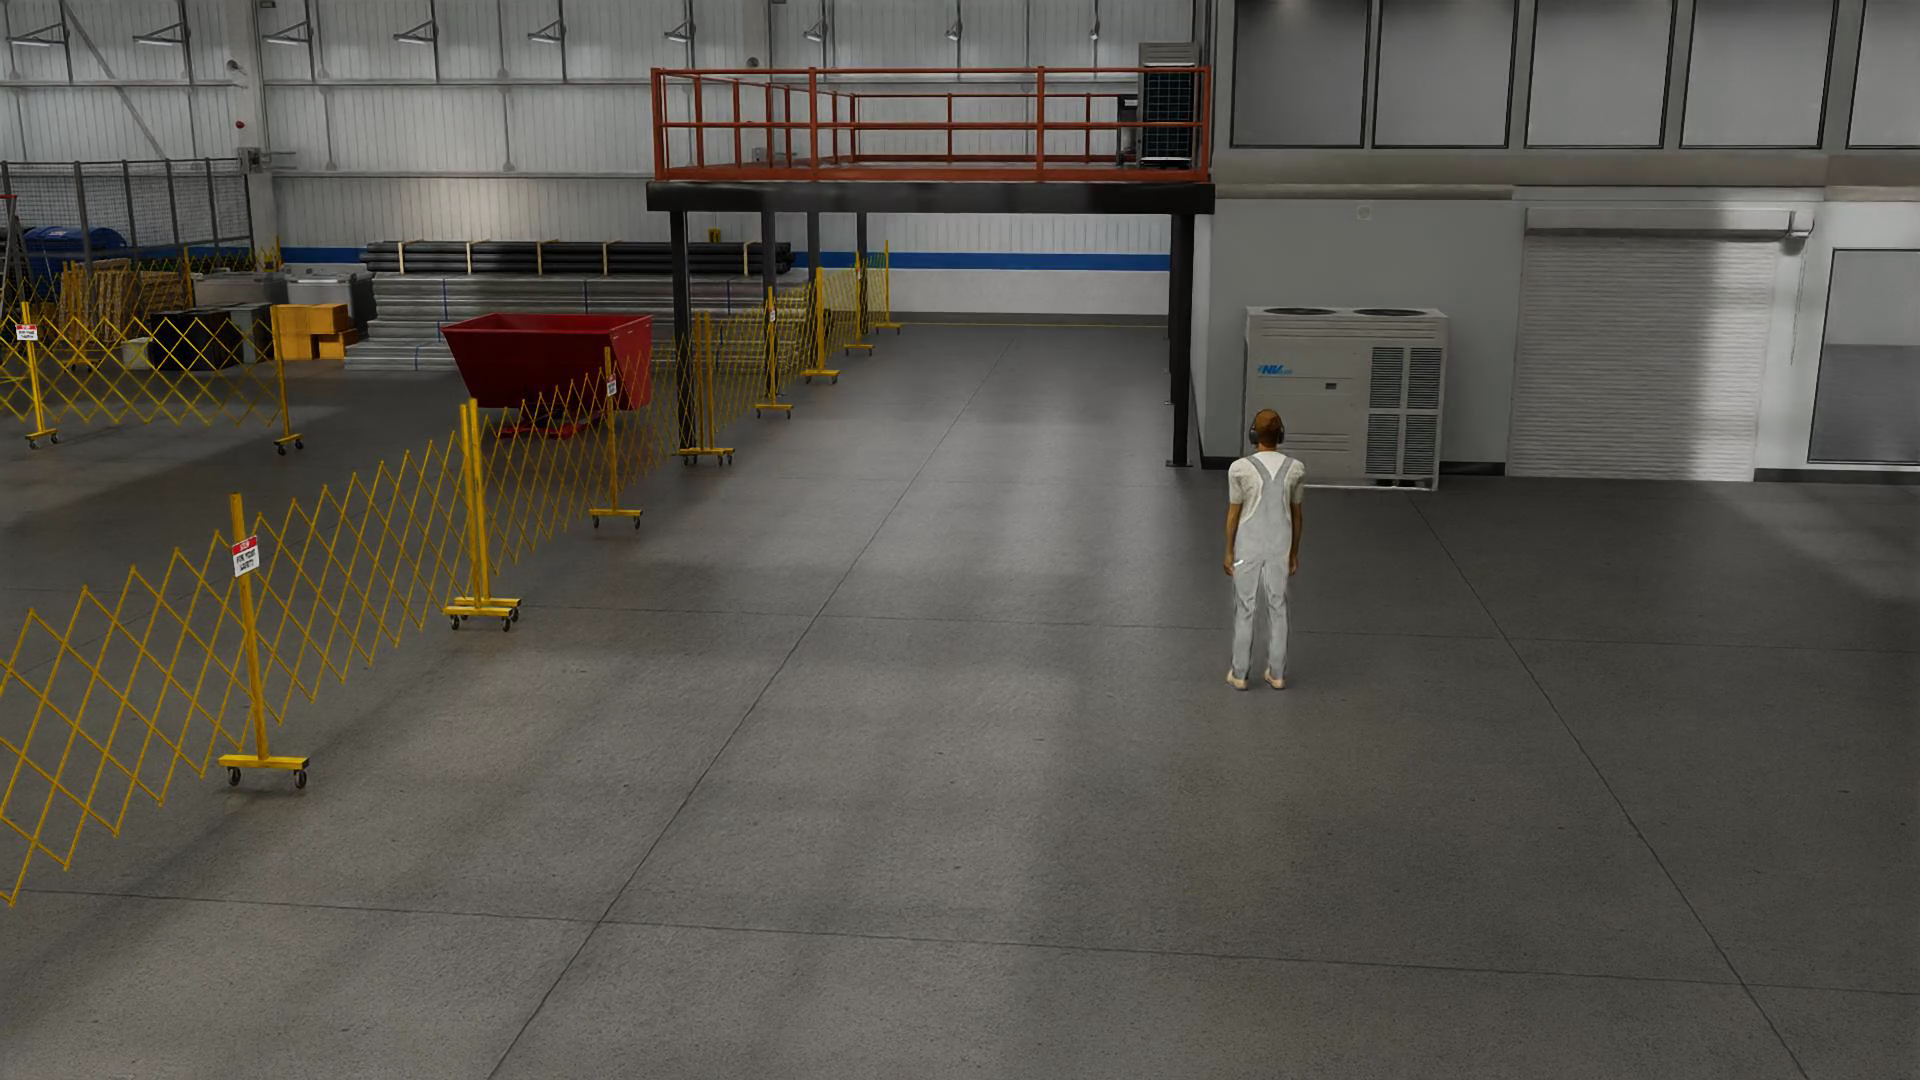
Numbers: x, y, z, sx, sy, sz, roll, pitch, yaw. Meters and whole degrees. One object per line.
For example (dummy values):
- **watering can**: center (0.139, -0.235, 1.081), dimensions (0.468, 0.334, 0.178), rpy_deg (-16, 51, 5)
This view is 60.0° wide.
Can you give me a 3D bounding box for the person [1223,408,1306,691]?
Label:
- **person**: center (1.945, 0.073, 10.678), dimensions (0.501, 1.839, 0.340), rpy_deg (-2, 14, -9)
